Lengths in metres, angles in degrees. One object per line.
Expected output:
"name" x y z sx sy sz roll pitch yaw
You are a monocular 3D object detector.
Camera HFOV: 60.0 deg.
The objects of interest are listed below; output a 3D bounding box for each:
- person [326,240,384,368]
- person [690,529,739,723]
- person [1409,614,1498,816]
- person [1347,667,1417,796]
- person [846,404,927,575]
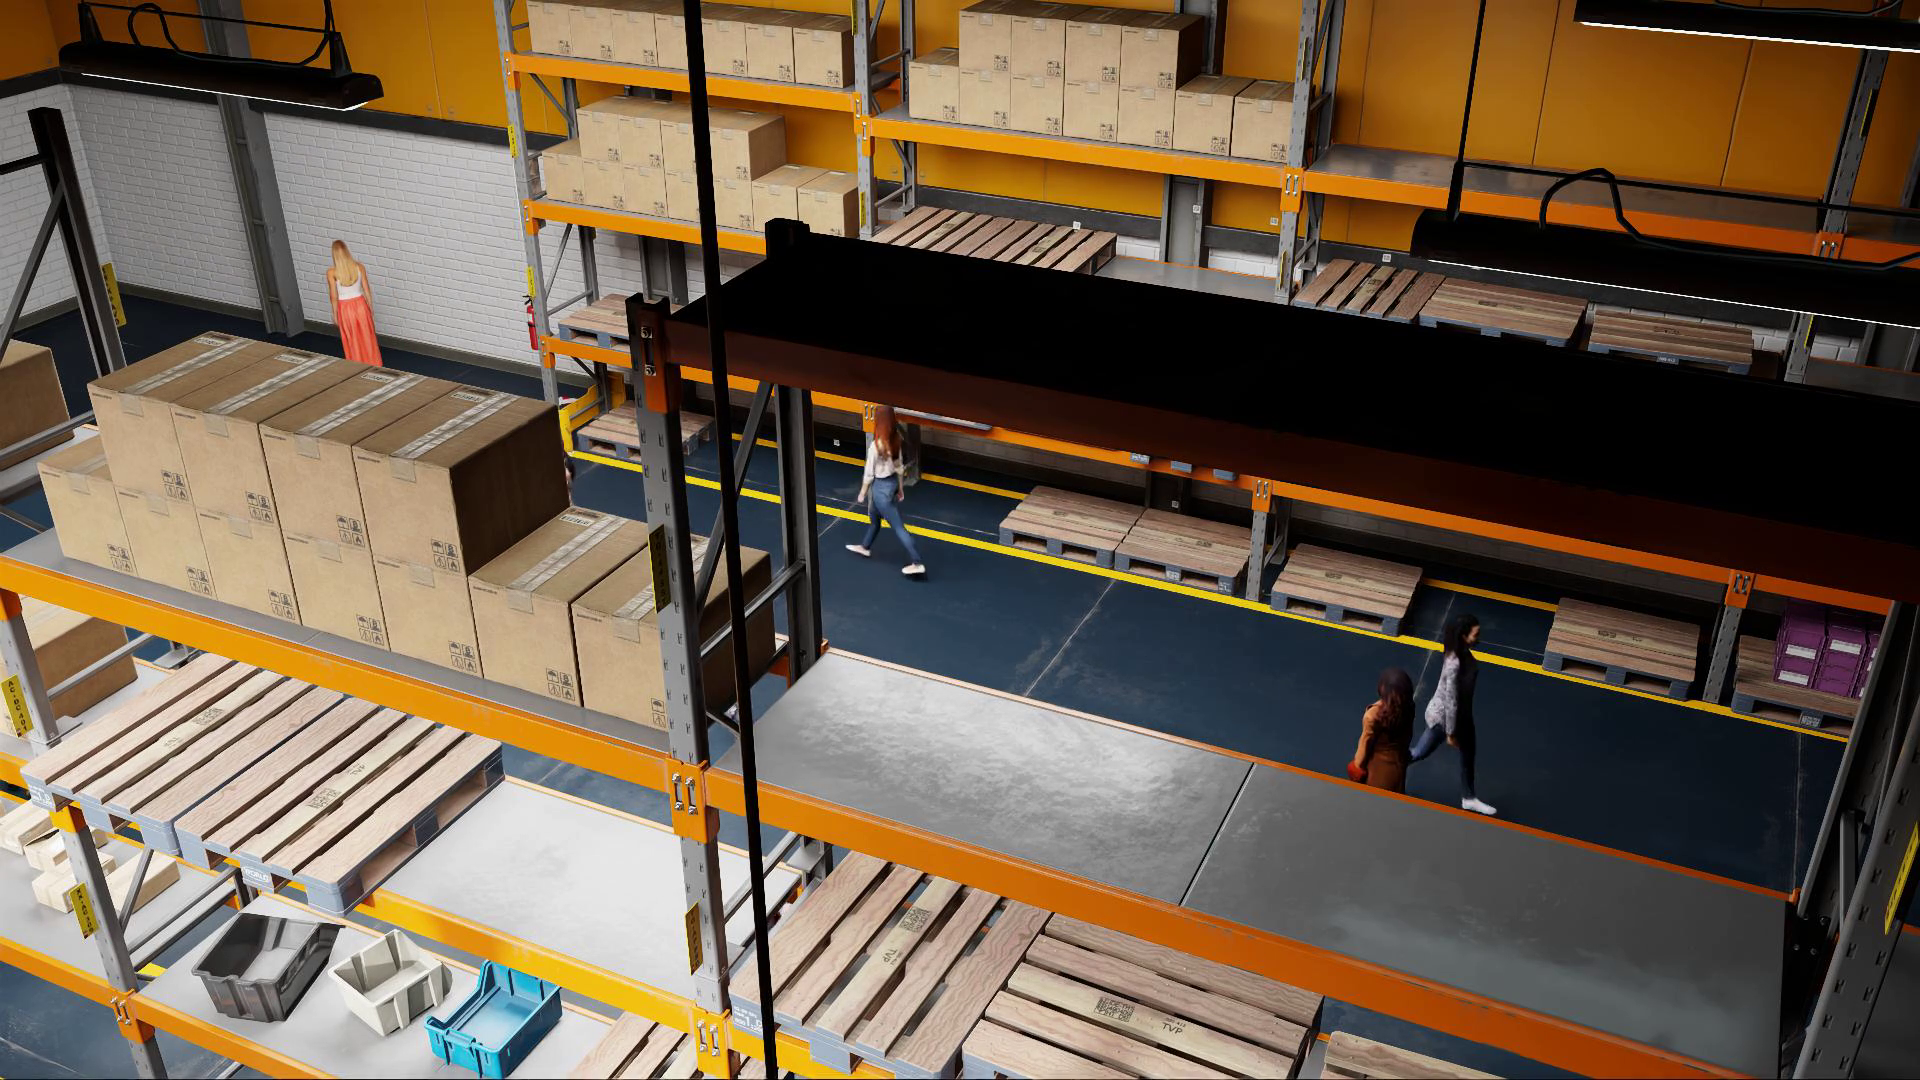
"person" -7.152 -2.662 19.613 0.732 1.801 0.753 -17 33 -28
"person" -2.070 0.743 13.423 1.048 1.750 0.784 22 36 35
"person" 3.571 1.299 12.468 1.163 1.690 0.634 13 31 23
"person" 2.994 1.637 11.812 0.770 1.724 0.809 -13 31 -22
"person" -0.624 -0.428 15.643 1.164 1.681 0.597 15 32 25
